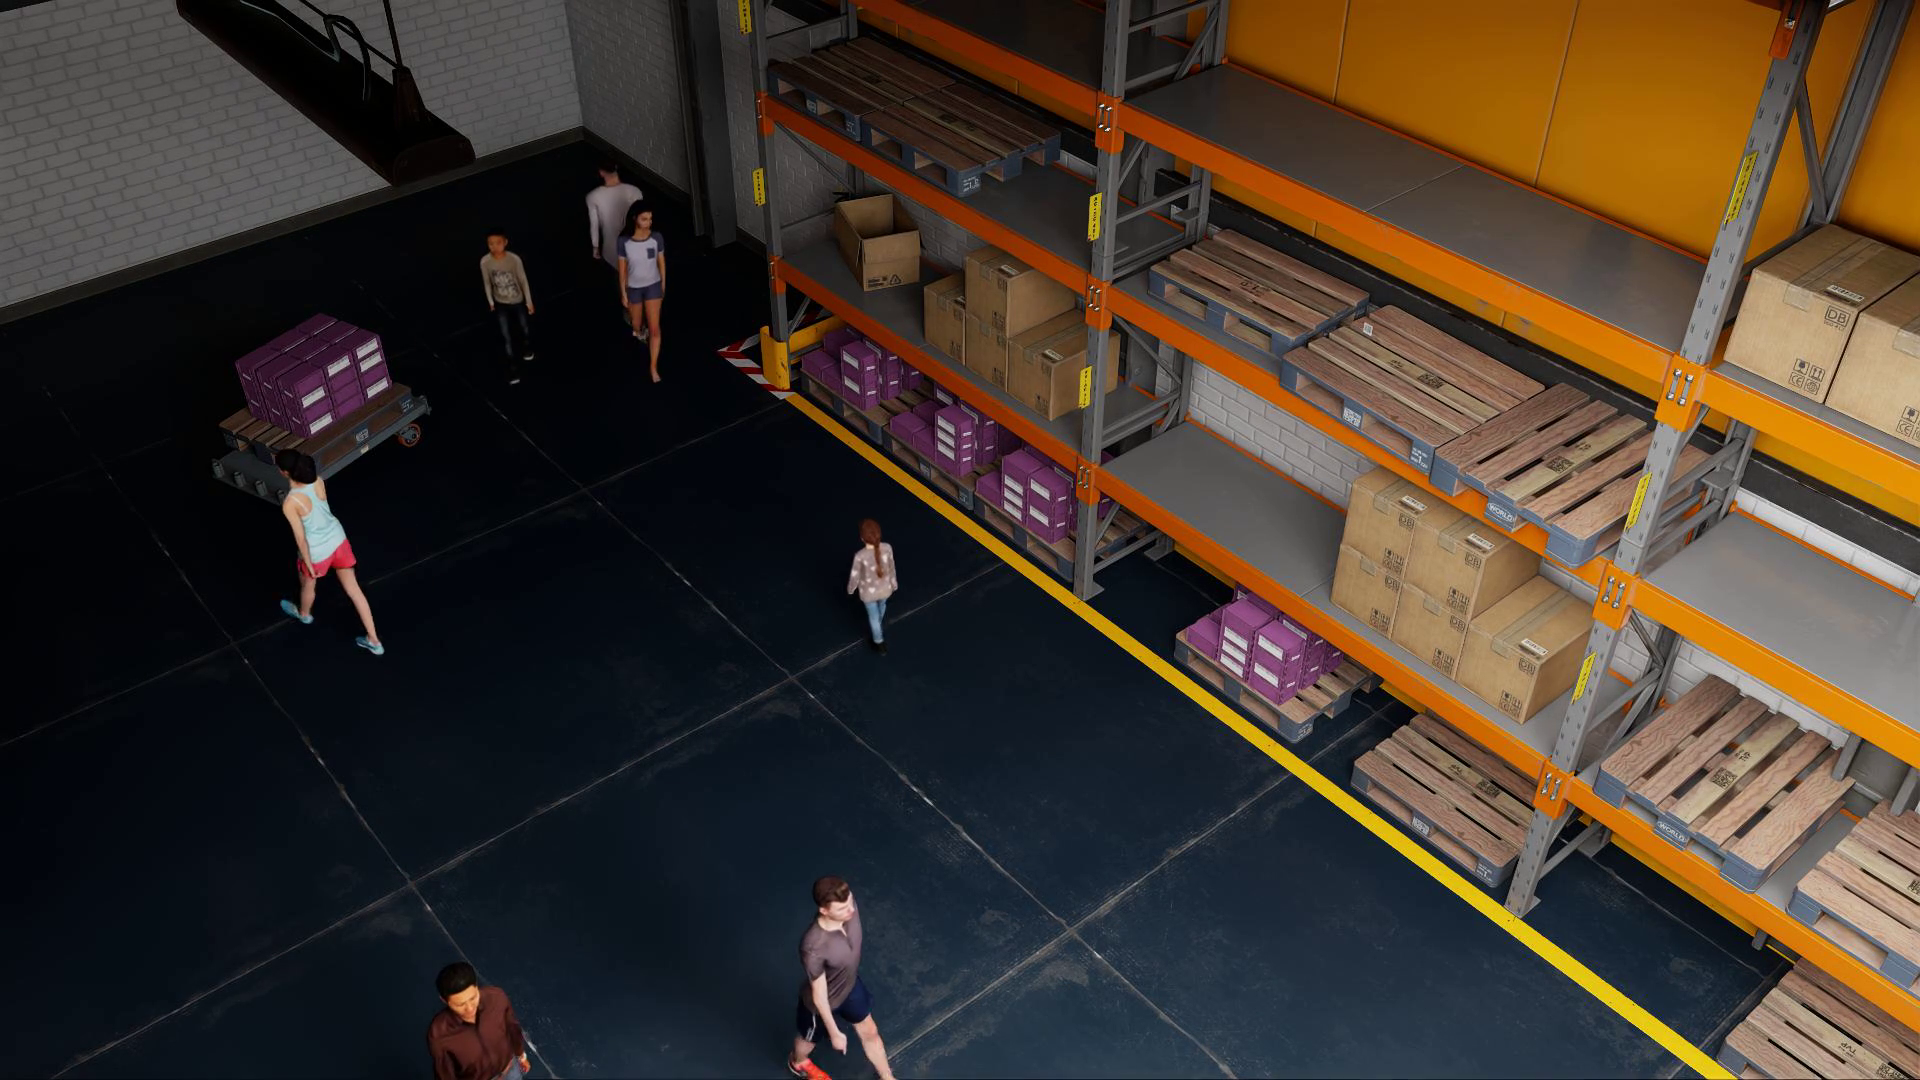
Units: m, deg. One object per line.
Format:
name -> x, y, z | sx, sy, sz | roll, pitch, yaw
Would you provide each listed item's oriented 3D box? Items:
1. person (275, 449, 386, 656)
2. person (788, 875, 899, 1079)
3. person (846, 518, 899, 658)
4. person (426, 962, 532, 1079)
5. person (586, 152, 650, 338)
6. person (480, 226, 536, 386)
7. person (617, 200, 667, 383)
person -> -4.494, 0.121, 11.948 | 1.224, 1.714, 0.851 | 20, 43, 23
person -> -0.774, 2.414, 8.998 | 1.191, 1.813, 0.931 | 19, 42, 22
person -> -0.601, 0.366, 12.070 | 0.593, 1.180, 0.738 | -17, 42, -20
person -> -2.500, 2.736, 8.635 | 0.675, 1.763, 0.942 | -31, 48, -33
person -> -3.127, -2.686, 15.393 | 0.970, 1.802, 1.039 | -5, 39, -6
person -> -4.068, -2.204, 15.088 | 0.856, 1.430, 1.064 | -7, 39, -9
person -> -2.870, -2.293, 14.978 | 0.826, 1.705, 1.041 | -11, 40, -14
